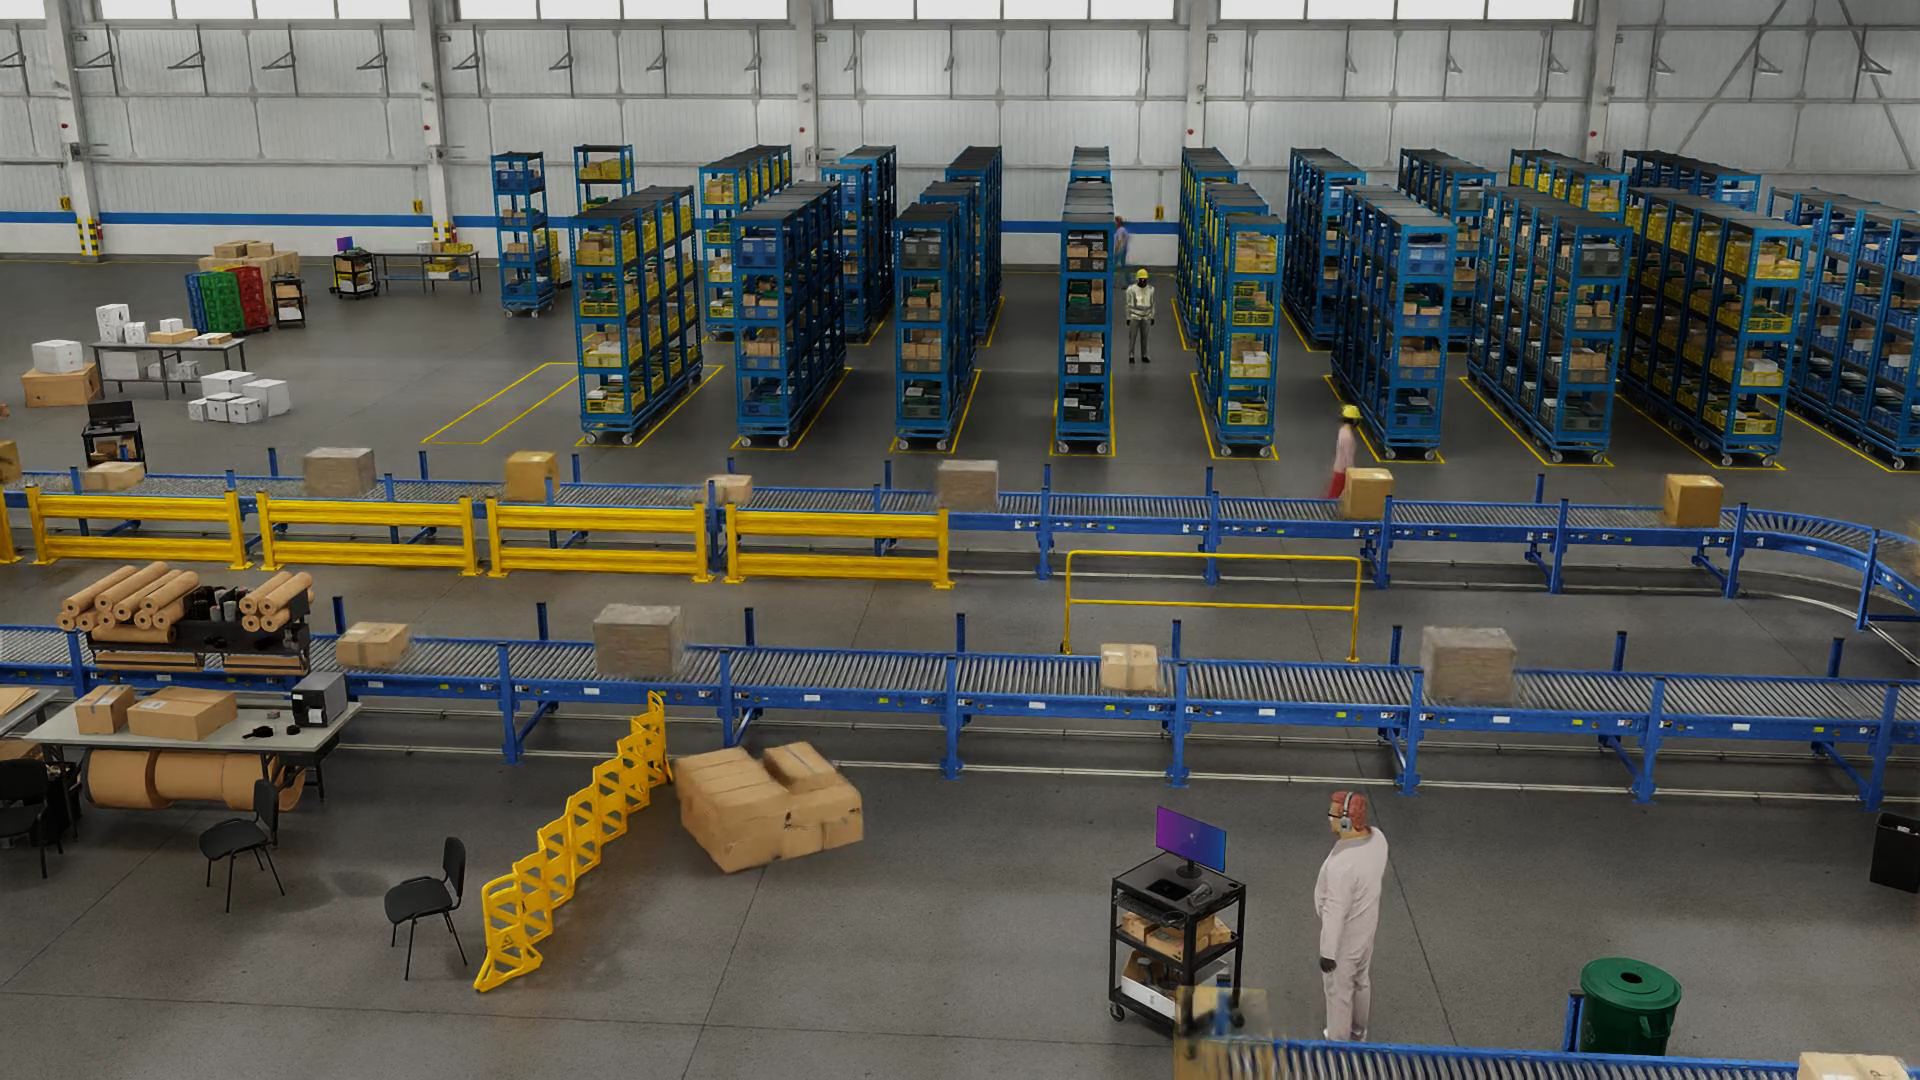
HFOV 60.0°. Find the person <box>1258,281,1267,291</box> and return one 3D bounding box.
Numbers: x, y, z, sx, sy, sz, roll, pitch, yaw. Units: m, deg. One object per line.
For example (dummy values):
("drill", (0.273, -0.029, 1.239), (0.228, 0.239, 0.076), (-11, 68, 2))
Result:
("person", (6.441, -5.572, 36.005), (0.418, 1.984, 0.602), (-2, 18, -6))

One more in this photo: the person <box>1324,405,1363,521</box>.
("person", (5.075, -0.891, 21.554), (0.876, 1.717, 0.549), (2, 18, 6))

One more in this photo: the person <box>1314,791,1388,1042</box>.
("person", (2.438, 2.479, 10.592), (0.399, 1.900, 0.645), (13, 22, 36))

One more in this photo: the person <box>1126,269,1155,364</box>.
("person", (3.514, -4.357, 32.378), (0.592, 1.837, 0.404), (-4, 18, -13))

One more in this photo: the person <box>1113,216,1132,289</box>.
("person", (3.861, -7.083, 41.100), (0.941, 1.794, 0.568), (-2, 18, -7))
